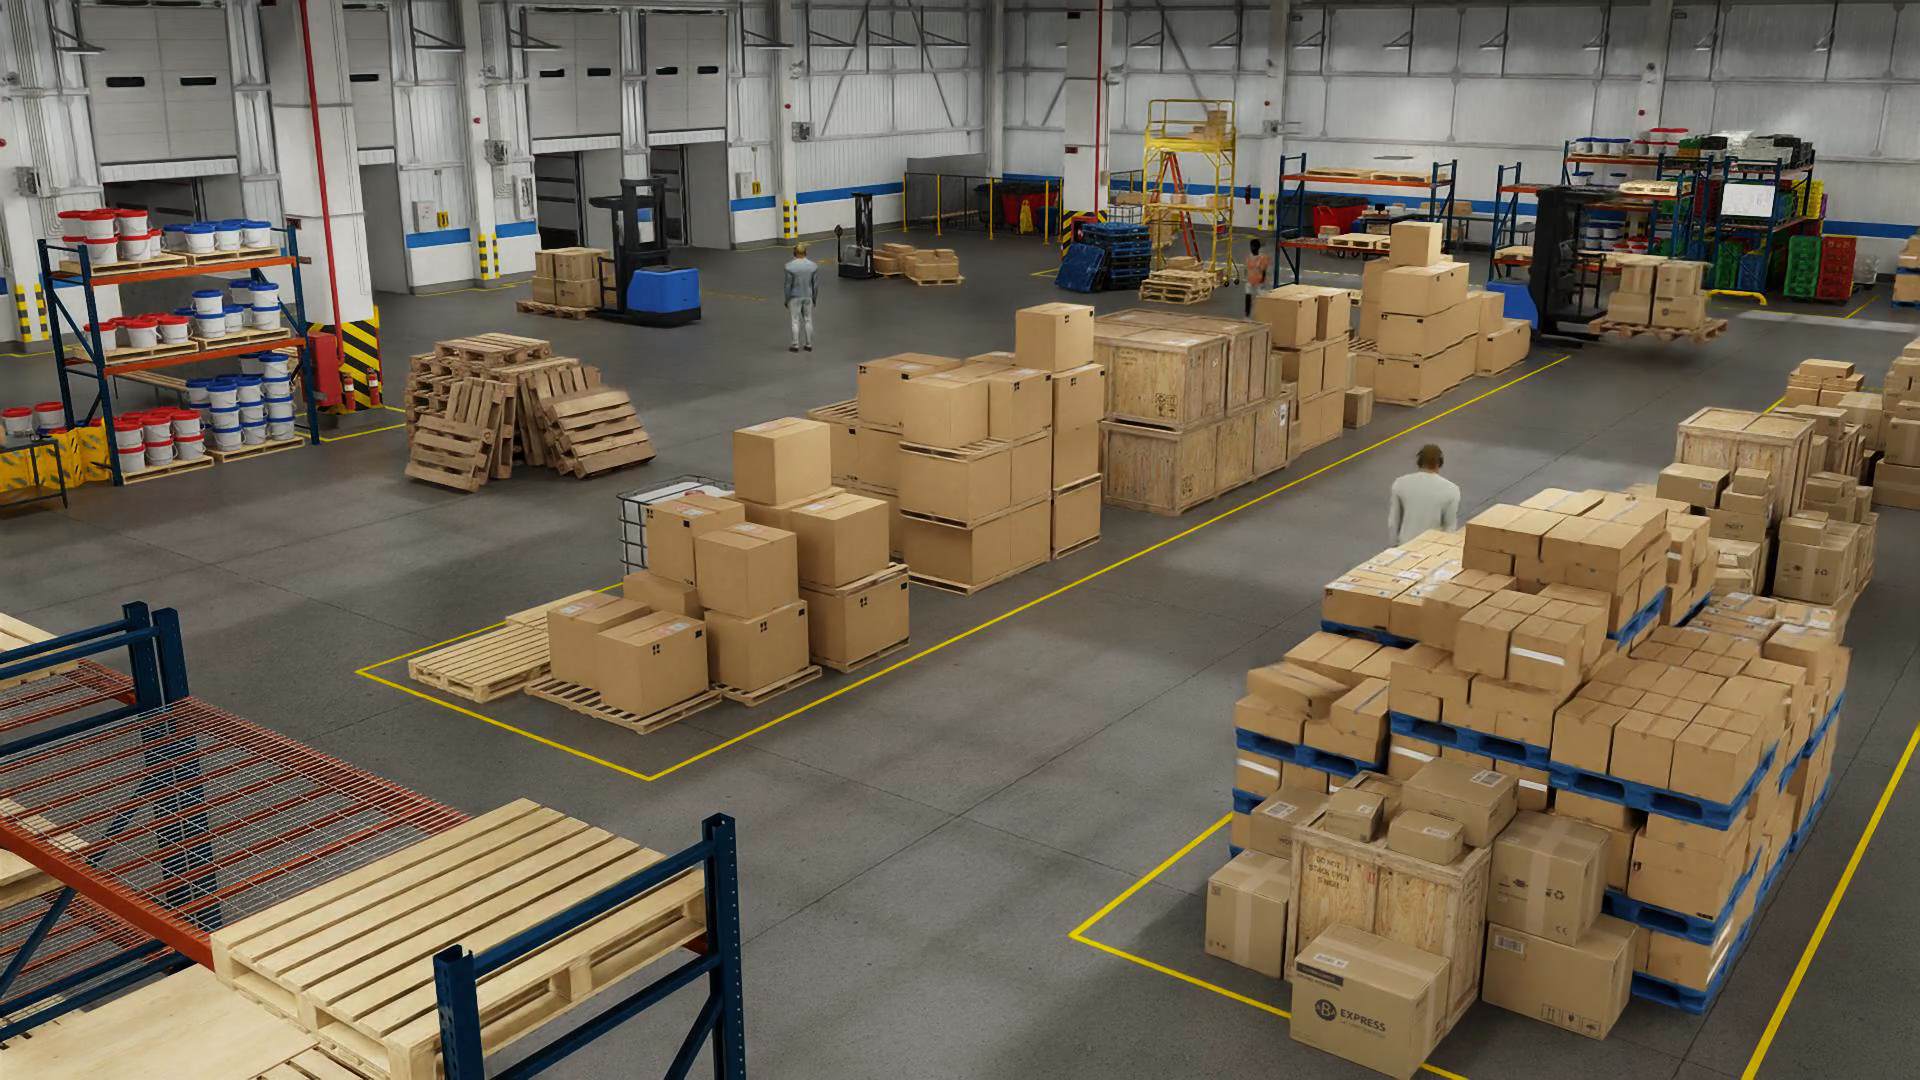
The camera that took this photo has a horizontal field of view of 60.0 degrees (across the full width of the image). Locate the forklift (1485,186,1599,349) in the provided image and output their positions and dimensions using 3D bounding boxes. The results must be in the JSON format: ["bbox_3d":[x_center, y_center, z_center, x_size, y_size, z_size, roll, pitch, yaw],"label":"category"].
[{"bbox_3d":[10.728,-5.041,30.467,1.873,2.768,1.129,12,21,35],"label":"forklift"}]

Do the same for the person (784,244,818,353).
[{"bbox_3d":[-2.830,-4.309,29.669,0.636,1.930,0.372,-9,19,-27],"label":"person"}]

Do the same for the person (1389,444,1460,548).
[{"bbox_3d":[4.235,0.057,15.318,0.635,1.887,1.001,7,18,23],"label":"person"}]

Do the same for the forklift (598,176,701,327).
[{"bbox_3d":[-6.138,-5.705,32.666,1.873,2.768,1.129,12,21,35],"label":"forklift"}]

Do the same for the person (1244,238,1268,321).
[{"bbox_3d":[5.844,-5.092,32.689,0.537,1.681,0.673,14,22,39],"label":"person"}]

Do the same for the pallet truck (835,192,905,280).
[{"bbox_3d":[-1.936,-7.159,38.982,1.885,1.965,0.823,-12,21,-34],"label":"pallet truck"}]
